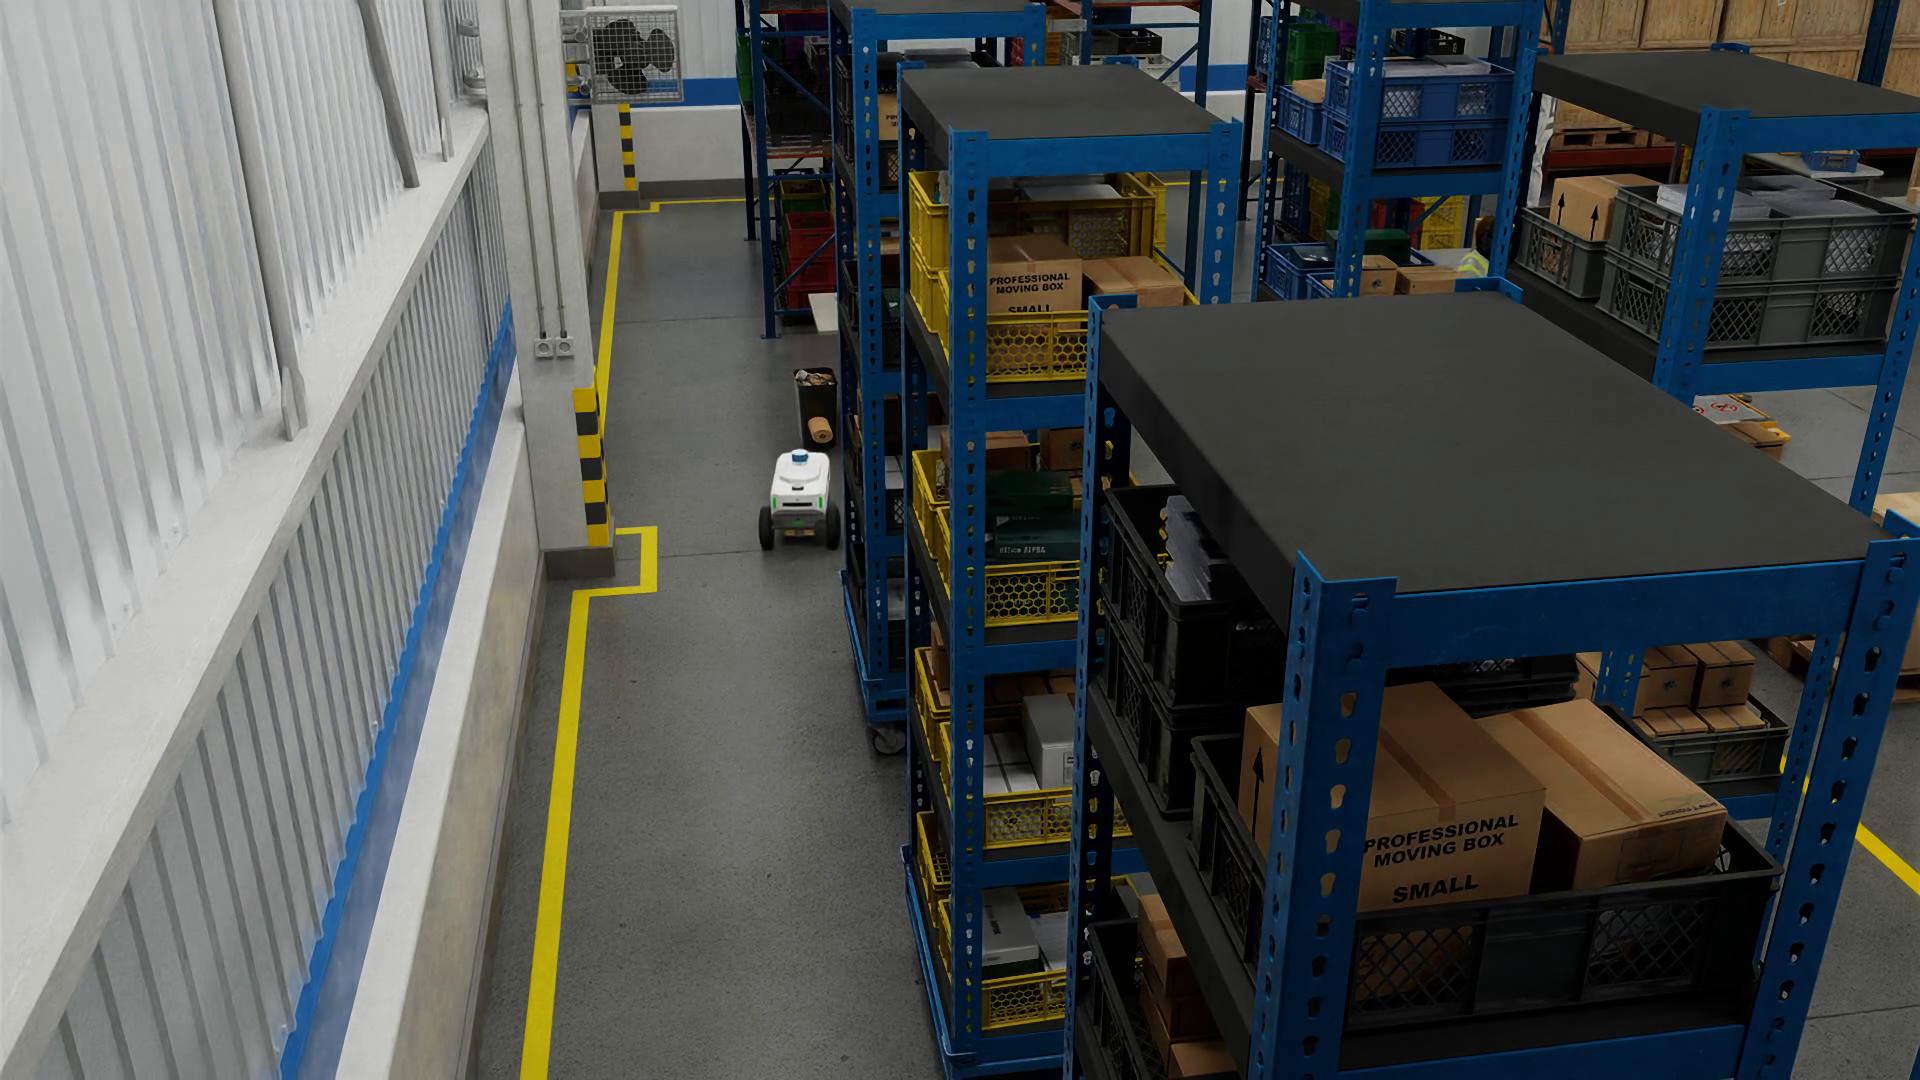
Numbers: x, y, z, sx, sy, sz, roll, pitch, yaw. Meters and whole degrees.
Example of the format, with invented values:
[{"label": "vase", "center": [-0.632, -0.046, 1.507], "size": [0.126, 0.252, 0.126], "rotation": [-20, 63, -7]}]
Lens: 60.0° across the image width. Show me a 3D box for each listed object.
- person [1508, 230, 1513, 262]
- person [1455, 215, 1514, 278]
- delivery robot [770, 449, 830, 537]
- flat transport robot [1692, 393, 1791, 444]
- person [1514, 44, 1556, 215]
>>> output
[{"label": "person", "center": [3.470, -1.031, 10.526], "size": [0.371, 1.940, 0.627], "rotation": [10, 27, 21]}, {"label": "person", "center": [3.474, -1.274, 11.168], "size": [0.429, 1.842, 0.630], "rotation": [16, 29, 31]}, {"label": "delivery robot", "center": [-1.009, -0.337, 10.554], "size": [0.477, 0.478, 0.707], "rotation": [-1, 25, -1]}, {"label": "flat transport robot", "center": [5.224, -0.859, 12.132], "size": [1.431, 0.197, 0.652], "rotation": [-4, 25, -8]}, {"label": "person", "center": [6.118, -4.305, 17.706], "size": [0.356, 1.887, 0.574], "rotation": [6, 25, 13]}]
